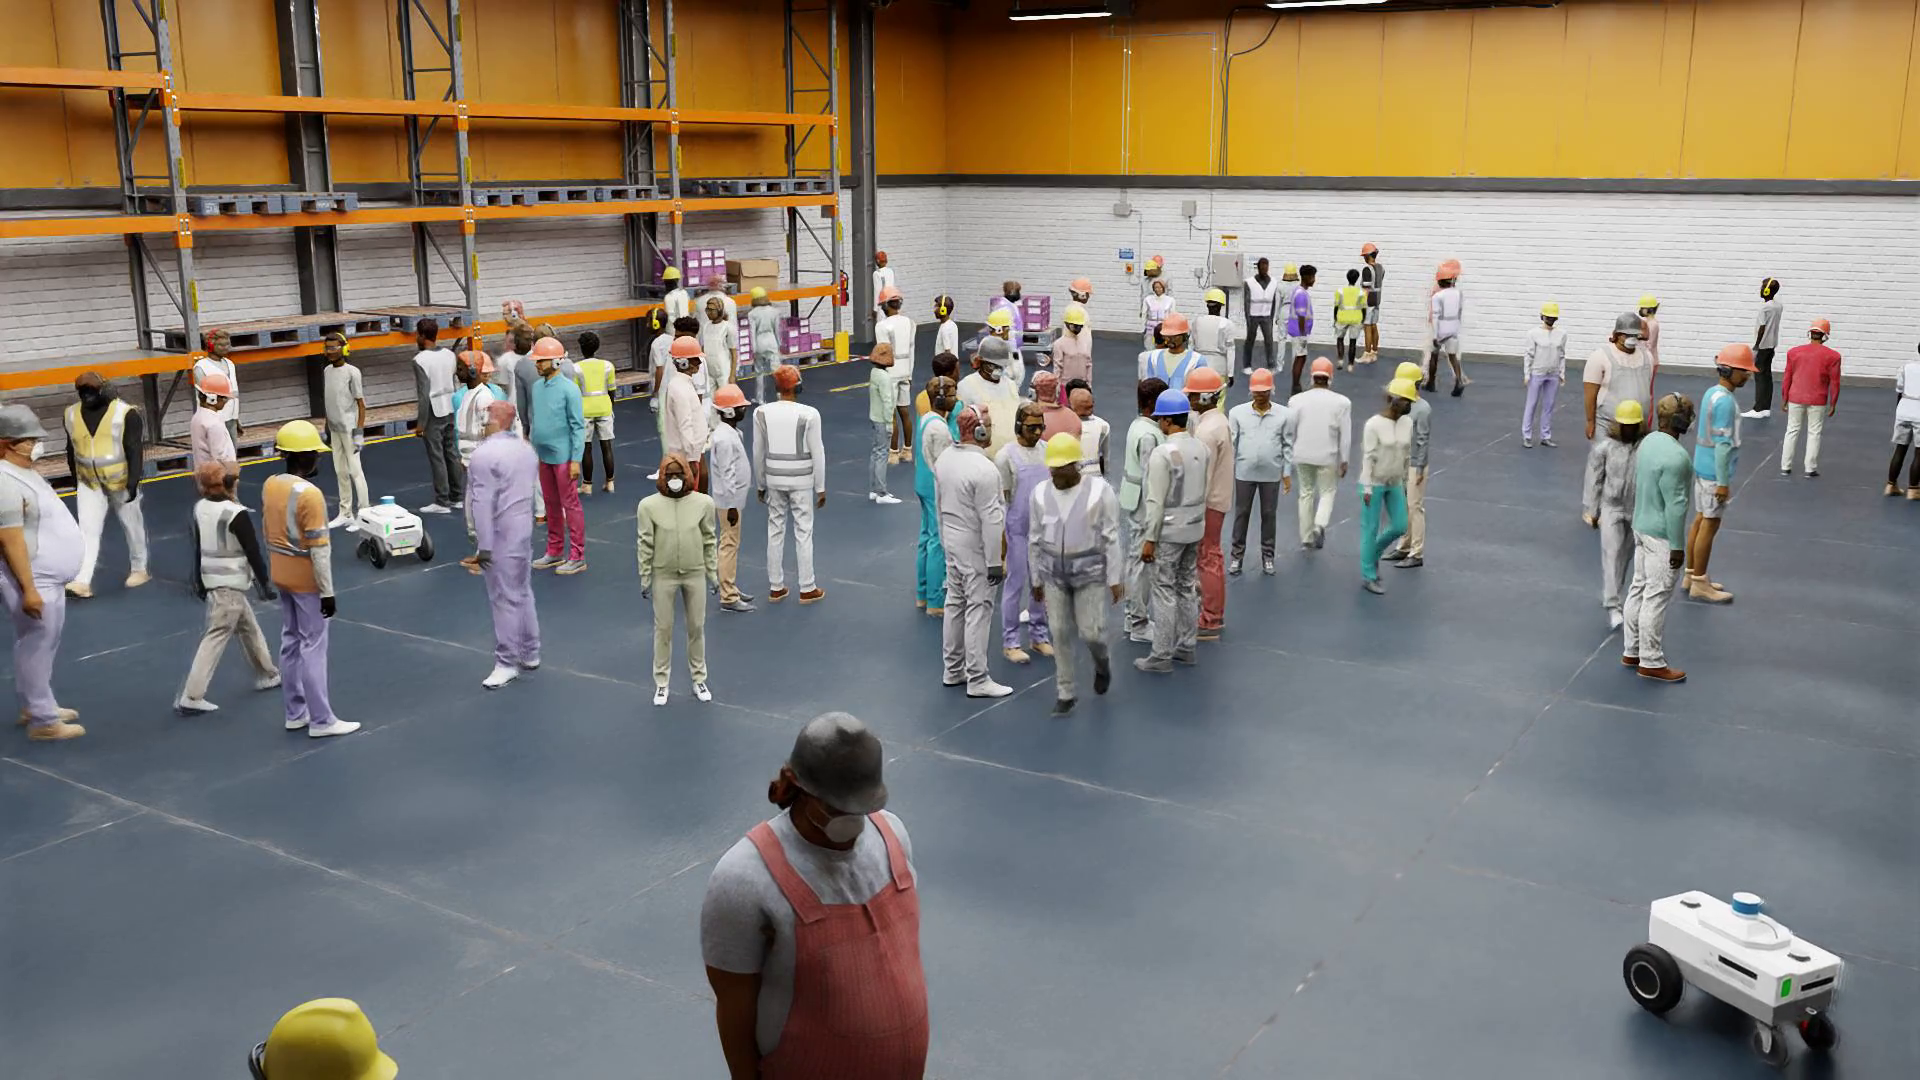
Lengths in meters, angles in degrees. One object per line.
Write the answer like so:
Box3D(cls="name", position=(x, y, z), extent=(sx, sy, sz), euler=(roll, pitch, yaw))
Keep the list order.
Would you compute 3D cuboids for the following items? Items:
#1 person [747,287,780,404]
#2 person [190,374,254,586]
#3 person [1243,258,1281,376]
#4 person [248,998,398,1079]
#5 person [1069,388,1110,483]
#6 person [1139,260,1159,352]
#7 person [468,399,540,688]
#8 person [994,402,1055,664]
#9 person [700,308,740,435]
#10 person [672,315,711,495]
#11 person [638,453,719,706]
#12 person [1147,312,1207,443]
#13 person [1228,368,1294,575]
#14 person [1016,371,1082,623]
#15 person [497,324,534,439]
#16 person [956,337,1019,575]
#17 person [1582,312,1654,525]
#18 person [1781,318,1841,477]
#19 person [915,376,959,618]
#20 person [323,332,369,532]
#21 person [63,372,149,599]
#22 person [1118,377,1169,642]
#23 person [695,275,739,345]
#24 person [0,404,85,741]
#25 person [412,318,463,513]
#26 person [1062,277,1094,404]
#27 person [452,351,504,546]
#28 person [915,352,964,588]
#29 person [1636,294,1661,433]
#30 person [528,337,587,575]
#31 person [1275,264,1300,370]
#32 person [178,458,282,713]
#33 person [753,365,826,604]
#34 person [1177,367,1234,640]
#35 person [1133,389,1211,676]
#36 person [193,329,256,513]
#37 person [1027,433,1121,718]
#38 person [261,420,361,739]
Box3D(cls="person", position=(-2.715, -2.697, 23.291), extent=(0.498, 1.686, 0.917), euler=(-6, 14, -26))
Box3D(cls="person", position=(-6.030, -0.481, 13.546), extent=(0.347, 1.741, 0.564), euler=(-10, 16, -36))
Box3D(cls="person", position=(4.816, -3.535, 26.514), extent=(0.614, 1.870, 0.988), euler=(-4, 14, -16))
Box3D(cls="person", position=(-1.340, 1.808, 3.590), extent=(0.339, 1.761, 0.524), euler=(-1, 13, -3))
Box3D(cls="person", position=(0.982, -0.416, 13.497), extent=(0.517, 1.637, 0.308), euler=(-6, 14, -23))
Box3D(cls="person", position=(3.256, -3.914, 28.455), extent=(0.345, 1.737, 0.487), euler=(-11, 17, -39))
Box3D(cls="person", position=(-3.105, 0.010, 11.161), extent=(0.397, 1.867, 0.783), euler=(4, 14, 16))
Box3D(cls="person", position=(0.465, -0.053, 11.499), extent=(0.518, 1.834, 0.357), euler=(-10, 16, -36))
Box3D(cls="person", position=(-3.009, -2.124, 20.899), extent=(0.515, 1.639, 0.315), euler=(2, 13, 9))
Box3D(cls="person", position=(-2.605, -1.193, 16.143), extent=(0.367, 1.966, 0.607), euler=(-3, 13, -13))
Box3D(cls="person", position=(-1.794, 0.246, 10.631), extent=(0.509, 1.632, 0.269), euler=(-4, 13, -16))
Box3D(cls="person", position=(1.999, -1.116, 15.645), extent=(0.607, 2.042, 0.380), euler=(7, 15, 29))
Box3D(cls="person", position=(2.496, -0.568, 13.899), extent=(0.568, 1.750, 0.342), euler=(2, 13, 9))
Box3D(cls="person", position=(0.619, -0.319, 12.490), extent=(0.408, 1.905, 0.644), euler=(11, 17, 40))
Box3D(cls="person", position=(-4.433, -1.283, 16.846), extent=(0.502, 1.821, 0.519), euler=(12, 18, 42))
Box3D(cls="person", position=(0.276, -0.675, 13.734), extent=(0.678, 2.000, 0.537), euler=(-11, 17, -41))
Box3D(cls="person", position=(6.286, -1.151, 15.799), extent=(0.688, 2.000, 0.536), euler=(-2, 13, -10))
Box3D(cls="person", position=(9.310, -1.556, 18.215), extent=(0.574, 1.740, 0.348), euler=(9, 16, 34))
Box3D(cls="person", position=(-0.171, -0.332, 12.672), extent=(0.332, 1.844, 0.508), euler=(-4, 14, -16))
Box3D(cls="person", position=(-5.782, -1.012, 15.569), extent=(0.533, 1.871, 0.320), euler=(8, 15, 31))
Box3D(cls="person", position=(-6.826, -0.433, 13.230), extent=(0.652, 1.787, 0.982), euler=(-1, 13, -4))
Box3D(cls="person", position=(1.345, -0.222, 12.037), extent=(0.393, 1.920, 0.591), euler=(0, 13, -1))
Box3D(cls="person", position=(-3.297, -2.694, 22.912), extent=(0.672, 1.865, 0.778), euler=(7, 15, 26))
Box3D(cls="person", position=(-5.551, 0.185, 10.004), extent=(0.536, 2.000, 0.690), euler=(-5, 14, -19))
Box3D(cls="person", position=(-5.140, -1.223, 16.379), extent=(0.371, 1.916, 0.597), euler=(4, 13, 16))
Box3D(cls="person", position=(1.476, -2.270, 20.754), extent=(0.388, 1.994, 0.608), euler=(-5, 14, -19))
Box3D(cls="person", position=(-4.301, -0.835, 15.057), extent=(0.332, 1.749, 0.573), euler=(8, 15, 31))
Box3D(cls="person", position=(-0.147, -0.570, 13.544), extent=(0.390, 1.920, 0.587), euler=(-9, 16, -34))
Box3D(cls="person", position=(8.674, -2.224, 21.064), extent=(0.320, 1.765, 0.527), euler=(3, 13, 15))
Box3D(cls="person", position=(-3.399, -0.709, 13.978), extent=(0.622, 1.993, 0.382), euler=(11, 17, 38))
Box3D(cls="person", position=(5.415, -3.665, 27.352), extent=(0.486, 1.746, 0.289), euler=(2, 13, 10))
Box3D(cls="person", position=(-4.677, 0.276, 10.593), extent=(0.520, 1.594, 0.870), euler=(10, 16, 37))
Box3D(cls="person", position=(-1.325, -0.432, 13.024), extent=(0.584, 1.882, 0.346), euler=(4, 13, 15))
Box3D(cls="person", position=(1.777, -0.266, 12.086), extent=(0.407, 1.986, 0.617), euler=(4, 14, 16))
Box3D(cls="person", position=(1.449, -0.056, 11.289), extent=(0.420, 1.933, 0.618), euler=(11, 17, 39))
Box3D(cls="person", position=(-7.158, -1.122, 16.097), extent=(0.390, 1.847, 0.565), euler=(1, 13, 4))
Box3D(cls="person", position=(0.721, 0.209, 10.434), extent=(0.624, 1.806, 0.550), euler=(6, 14, 23))
Box3D(cls="person", position=(-3.946, 0.235, 10.035), extent=(0.590, 1.926, 0.388), euler=(11, 17, 39))
